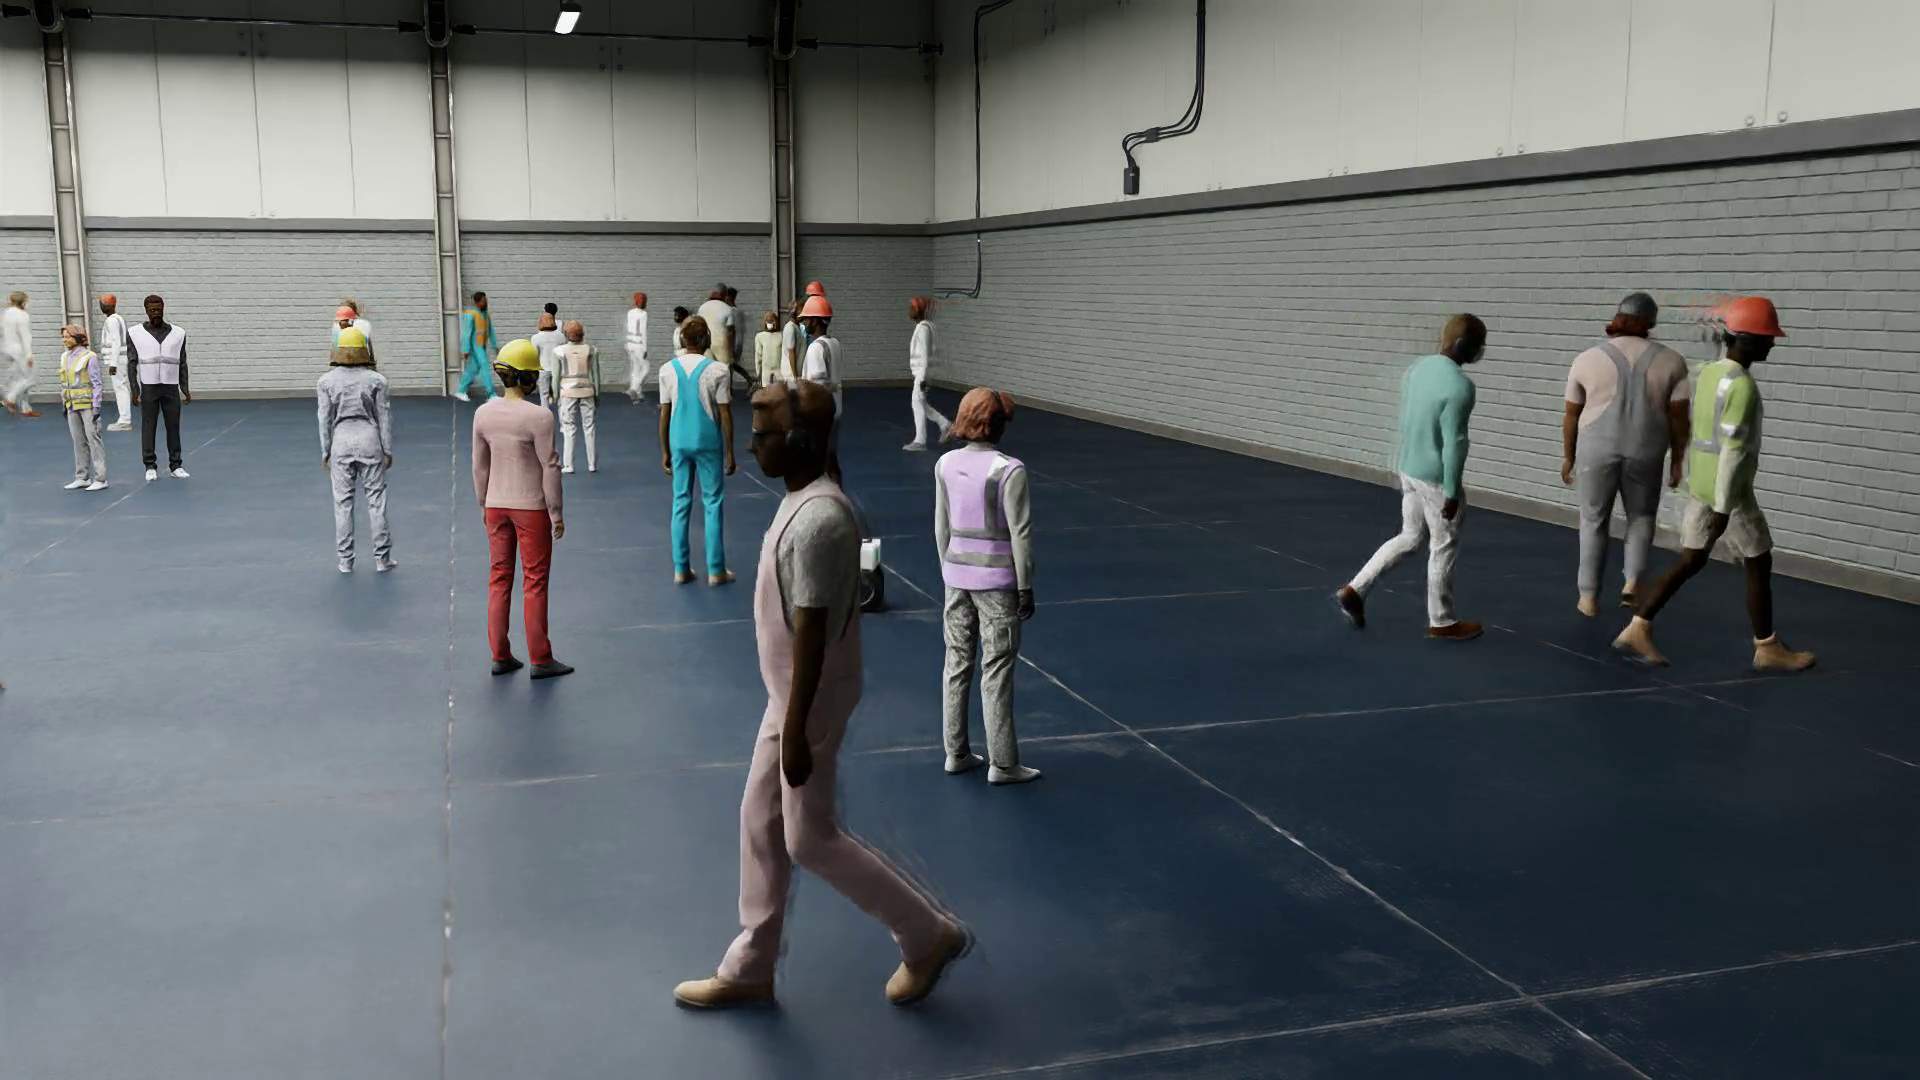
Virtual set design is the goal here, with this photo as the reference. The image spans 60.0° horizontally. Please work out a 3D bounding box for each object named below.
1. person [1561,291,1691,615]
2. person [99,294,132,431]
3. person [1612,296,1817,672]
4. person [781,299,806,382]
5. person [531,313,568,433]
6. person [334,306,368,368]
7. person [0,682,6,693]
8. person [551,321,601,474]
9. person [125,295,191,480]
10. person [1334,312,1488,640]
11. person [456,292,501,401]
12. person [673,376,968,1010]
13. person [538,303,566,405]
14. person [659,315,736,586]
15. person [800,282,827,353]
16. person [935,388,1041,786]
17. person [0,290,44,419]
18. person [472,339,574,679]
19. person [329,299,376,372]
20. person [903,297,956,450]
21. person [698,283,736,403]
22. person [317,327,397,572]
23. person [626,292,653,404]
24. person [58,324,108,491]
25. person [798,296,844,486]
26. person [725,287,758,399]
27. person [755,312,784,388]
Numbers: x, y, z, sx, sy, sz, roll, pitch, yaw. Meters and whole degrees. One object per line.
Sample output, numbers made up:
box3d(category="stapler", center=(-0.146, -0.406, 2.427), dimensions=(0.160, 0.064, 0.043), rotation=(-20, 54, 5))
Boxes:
box3d(category="person", center=(4.091, -0.543, 10.272), dimensions=(0.719, 2.000, 0.540), rotation=(3, 9, 19))
box3d(category="person", center=(-11.627, -2.443, 22.899), dimensions=(0.361, 1.882, 0.575), rotation=(-3, 10, -20))
box3d(category="person", center=(4.001, -0.278, 8.758), dimensions=(1.008, 2.004, 0.608), rotation=(0, 9, 1))
box3d(category="person", center=(-1.977, -1.962, 19.967), dimensions=(0.343, 1.839, 0.506), rotation=(-1, 9, -5))
box3d(category="person", center=(-5.533, -2.250, 22.487), dimensions=(0.501, 1.629, 0.289), rotation=(-4, 10, -24))
box3d(category="person", center=(-7.711, -2.081, 21.037), dimensions=(0.563, 1.742, 0.360), rotation=(6, 11, 33))
box3d(category="person", center=(-4.909, -0.145, 8.080), dimensions=(0.449, 1.931, 0.678), rotation=(-2, 9, -15))
box3d(category="person", center=(-4.105, -1.522, 17.810), dimensions=(0.545, 1.632, 0.320), rotation=(-4, 10, -23))
box3d(category="person", center=(-8.337, -1.586, 17.317), dimensions=(0.595, 1.918, 0.386), rotation=(-8, 12, -41))
box3d(category="person", center=(2.611, -0.334, 9.439), dimensions=(0.777, 1.905, 0.688), rotation=(-1, 9, -9))
box3d(category="person", center=(-8.227, -3.289, 28.337), dimensions=(0.959, 1.881, 0.592), rotation=(2, 9, 10))
box3d(category="person", center=(-0.396, 0.452, 4.641), dimensions=(0.802, 1.821, 0.519), rotation=(-1, 9, -8))
box3d(category="person", center=(-6.738, -3.085, 27.581), dimensions=(0.531, 1.697, 0.320), rotation=(-7, 11, -37))
box3d(category="person", center=(-1.784, -0.600, 11.287), dimensions=(0.516, 1.840, 0.344), rotation=(2, 9, 11))
box3d(category="person", center=(-2.120, -2.775, 24.503), dimensions=(0.384, 2.041, 0.615), rotation=(4, 10, 25))
box3d(category="person", center=(0.100, 0.193, 6.860), dimensions=(0.511, 1.637, 0.307), rotation=(8, 12, 42))
box3d(category="person", center=(-13.987, -2.742, 24.679), dimensions=(0.642, 1.920, 0.528), rotation=(6, 11, 36))
box3d(category="person", center=(-2.285, -0.158, 8.691), dimensions=(0.533, 1.767, 0.321), rotation=(4, 10, 24))
box3d(category="person", center=(-8.019, -2.259, 21.904), dimensions=(0.454, 1.816, 0.699), rotation=(5, 10, 30))
box3d(category="person", center=(-0.384, -2.013, 20.201), dimensions=(0.562, 1.866, 0.585), rotation=(0, 9, 1))
box3d(category="person", center=(-4.019, -3.293, 27.816), dimensions=(0.704, 2.000, 0.536), rotation=(4, 10, 25))
box3d(category="person", center=(-4.292, -0.640, 11.844), dimensions=(0.493, 1.740, 0.325), rotation=(-2, 9, -13))
box3d(category="person", center=(-5.359, -3.191, 27.691), dimensions=(0.429, 1.870, 0.592), rotation=(-9, 12, -44))
box3d(category="person", center=(-8.645, -1.299, 16.376), dimensions=(0.523, 1.638, 0.310), rotation=(4, 10, 26))
box3d(category="person", center=(-1.164, -1.046, 13.805), dimensions=(0.361, 1.939, 0.542), rotation=(2, 9, 14))
box3d(category="person", center=(-3.911, -3.417, 28.918), dimensions=(0.625, 1.950, 0.623), rotation=(3, 9, 16))
box3d(category="person", center=(-2.601, -2.355, 23.162), dimensions=(0.499, 1.627, 0.280), rotation=(0, 9, 3))
